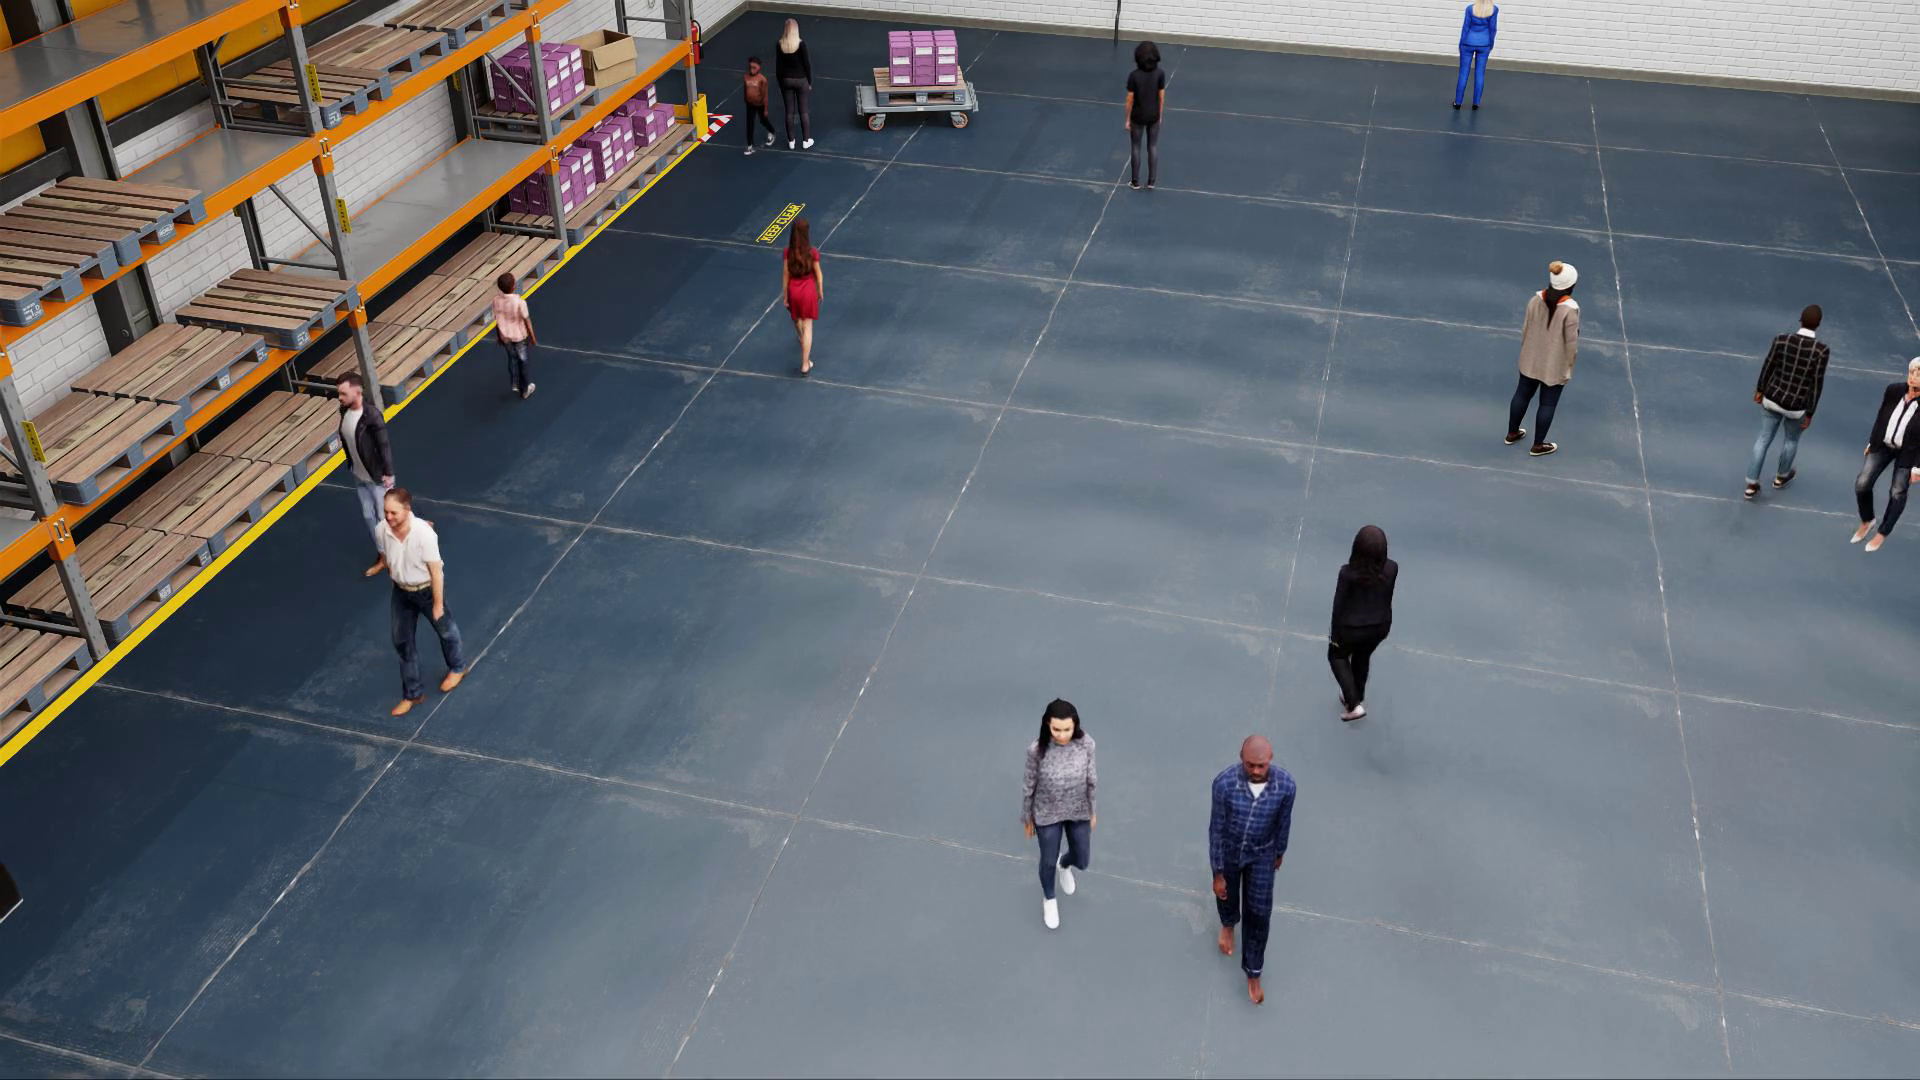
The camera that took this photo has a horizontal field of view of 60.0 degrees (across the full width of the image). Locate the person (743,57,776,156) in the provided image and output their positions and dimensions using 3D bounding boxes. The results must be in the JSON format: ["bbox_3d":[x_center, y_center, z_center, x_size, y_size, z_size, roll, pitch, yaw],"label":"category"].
[{"bbox_3d":[-2.625,-5.726,21.791,0.590,1.233,0.918,12,35,17],"label":"person"}]

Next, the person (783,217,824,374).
[{"bbox_3d":[-1.579,-2.401,16.546,0.680,1.503,1.105,2,34,3],"label":"person"}]

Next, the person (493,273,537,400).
[{"bbox_3d":[-4.330,-1.949,16.049,0.531,1.300,0.500,5,34,8],"label":"person"}]

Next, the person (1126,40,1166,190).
[{"bbox_3d":[2.276,-5.235,20.513,0.687,1.831,0.648,-3,34,-4],"label":"person"}]

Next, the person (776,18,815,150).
[{"bbox_3d":[-2.167,-5.955,21.728,0.630,1.685,0.571,4,34,7],"label":"person"}]

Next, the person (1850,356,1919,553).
[{"bbox_3d":[7.580,-0.705,13.274,0.850,1.774,0.886,-19,38,-26],"label":"person"}]

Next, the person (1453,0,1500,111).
[{"bbox_3d":[7.133,-6.817,23.011,0.644,1.700,0.570,5,34,7],"label":"person"}]

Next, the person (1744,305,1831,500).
[{"bbox_3d":[7.120,-1.161,14.406,0.923,1.807,1.030,27,42,34],"label":"person"}]

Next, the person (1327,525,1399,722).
[{"bbox_3d":[2.896,0.658,11.854,0.840,1.603,0.925,-9,35,-13],"label":"person"}]

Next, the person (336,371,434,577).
[{"bbox_3d":[-4.710,-0.581,13.517,0.829,1.825,0.969,21,39,28],"label":"person"}]

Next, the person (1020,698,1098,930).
[{"bbox_3d":[0.614,1.624,10.295,0.746,1.719,0.787,-4,34,-5],"label":"person"}]

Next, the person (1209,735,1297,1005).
[{"bbox_3d":[1.690,1.794,9.974,0.719,1.792,0.984,4,34,7],"label":"person"}]

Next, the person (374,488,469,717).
[{"bbox_3d":[-3.873,0.333,12.143,0.718,1.824,0.969,11,35,16],"label":"person"}]

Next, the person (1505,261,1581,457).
[{"bbox_3d":[5.311,-1.671,15.097,0.854,1.890,0.813,-24,40,-31],"label":"person"}]
